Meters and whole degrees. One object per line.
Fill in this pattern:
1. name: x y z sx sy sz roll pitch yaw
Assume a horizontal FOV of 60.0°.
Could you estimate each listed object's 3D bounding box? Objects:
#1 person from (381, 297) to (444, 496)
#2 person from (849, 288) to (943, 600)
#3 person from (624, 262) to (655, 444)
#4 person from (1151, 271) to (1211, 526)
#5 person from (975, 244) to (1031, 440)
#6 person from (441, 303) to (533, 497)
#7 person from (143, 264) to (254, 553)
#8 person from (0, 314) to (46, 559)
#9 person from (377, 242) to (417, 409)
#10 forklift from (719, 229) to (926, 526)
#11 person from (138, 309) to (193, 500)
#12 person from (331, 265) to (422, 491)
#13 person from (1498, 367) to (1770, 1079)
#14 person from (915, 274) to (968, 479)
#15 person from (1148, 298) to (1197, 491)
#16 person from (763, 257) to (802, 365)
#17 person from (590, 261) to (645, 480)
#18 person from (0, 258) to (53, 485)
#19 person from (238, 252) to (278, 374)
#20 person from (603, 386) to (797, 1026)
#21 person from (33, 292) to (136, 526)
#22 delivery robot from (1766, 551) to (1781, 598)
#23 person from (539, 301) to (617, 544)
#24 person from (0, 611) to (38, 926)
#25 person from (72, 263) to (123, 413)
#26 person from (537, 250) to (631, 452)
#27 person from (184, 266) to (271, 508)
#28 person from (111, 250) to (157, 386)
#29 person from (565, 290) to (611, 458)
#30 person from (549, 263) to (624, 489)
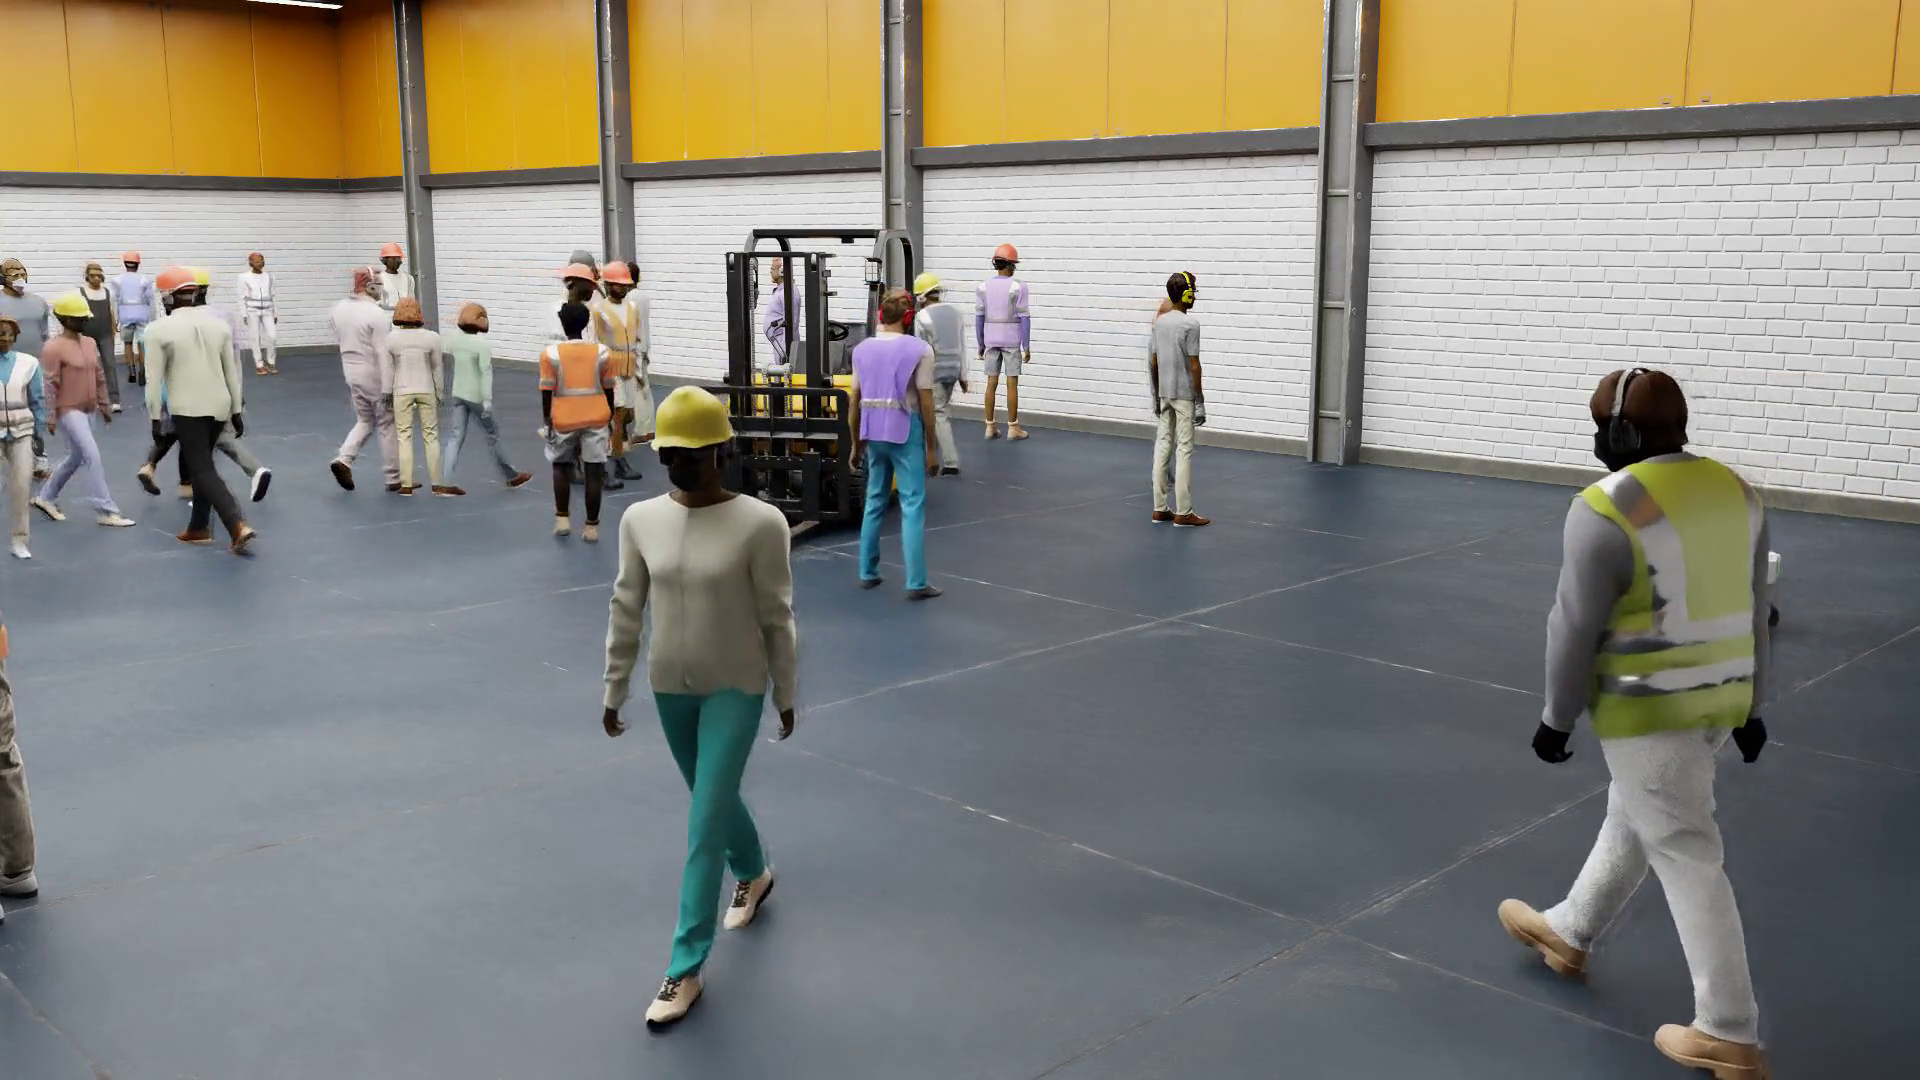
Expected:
1. person: -4.489 -1.175 13.662 0.497 1.633 0.284 -5 11 -25
2. person: -0.408 -0.575 9.888 0.596 1.838 0.416 7 12 33
3. person: -3.334 -1.906 17.025 0.323 1.862 0.518 3 11 15
4. person: 1.620 -1.033 12.245 0.328 1.872 0.513 -8 13 -36
5. person: 0.468 -2.064 17.396 0.614 2.039 0.391 5 12 27
6. person: -3.989 -1.166 13.763 0.516 1.573 0.872 6 12 28
7. person: -5.106 -0.875 11.227 0.969 1.955 0.632 6 12 30
8. person: -6.328 -0.683 10.988 0.529 1.619 0.419 -10 15 -44
9. person: -6.909 -2.609 20.356 0.369 2.048 0.607 9 14 40
10. forklift: -1.050 -1.319 12.920 1.214 2.155 2.313 2 11 13
11. person: -6.299 -1.128 13.301 0.561 1.673 0.517 3 11 16
12. person: -4.861 -1.317 13.735 0.675 1.885 0.700 7 12 33
13. person: 1.818 0.443 4.425 0.641 1.781 0.950 -6 12 -31
14. person: -0.287 -1.447 14.715 0.602 1.787 0.850 -10 14 -43
15. person: 1.777 -1.205 13.874 0.351 1.615 0.524 10 14 43
16. person: -1.905 -2.085 17.880 0.409 1.909 0.640 -2 11 -10
17. person: -3.087 -1.497 14.667 0.692 1.914 0.565 7 13 34
18. person: -8.033 -1.432 14.231 0.362 1.939 0.636 5 12 25
19. person: -10.728 -3.463 25.482 0.572 1.866 0.486 -8 13 -37
20. person: -0.737 0.407 4.810 0.542 1.721 0.917 4 11 19
21. person: -6.542 -0.961 12.250 0.865 1.727 0.548 1 10 7
22. delivery robot: 4.081 0.154 9.101 0.707 0.478 0.477 0 10 -1
23. person: -2.654 -0.820 11.588 0.543 1.680 0.516 -4 11 -19
24. person: -3.108 0.388 5.123 0.310 1.638 0.523 0 10 -2
25. person: -10.472 -2.446 20.177 0.508 1.801 0.985 -8 13 -39
26. person: -3.731 -1.882 16.405 1.023 2.000 0.685 1 10 5
27. person: -5.787 -1.171 12.930 0.610 1.904 0.589 4 11 20
28. person: -11.733 -3.154 23.662 0.572 1.918 0.441 -4 11 -20
29. person: -3.544 -1.631 15.836 0.414 1.747 0.578 2 11 11
30. person: -3.153 -1.376 14.073 0.704 1.883 0.623 3 11 16
